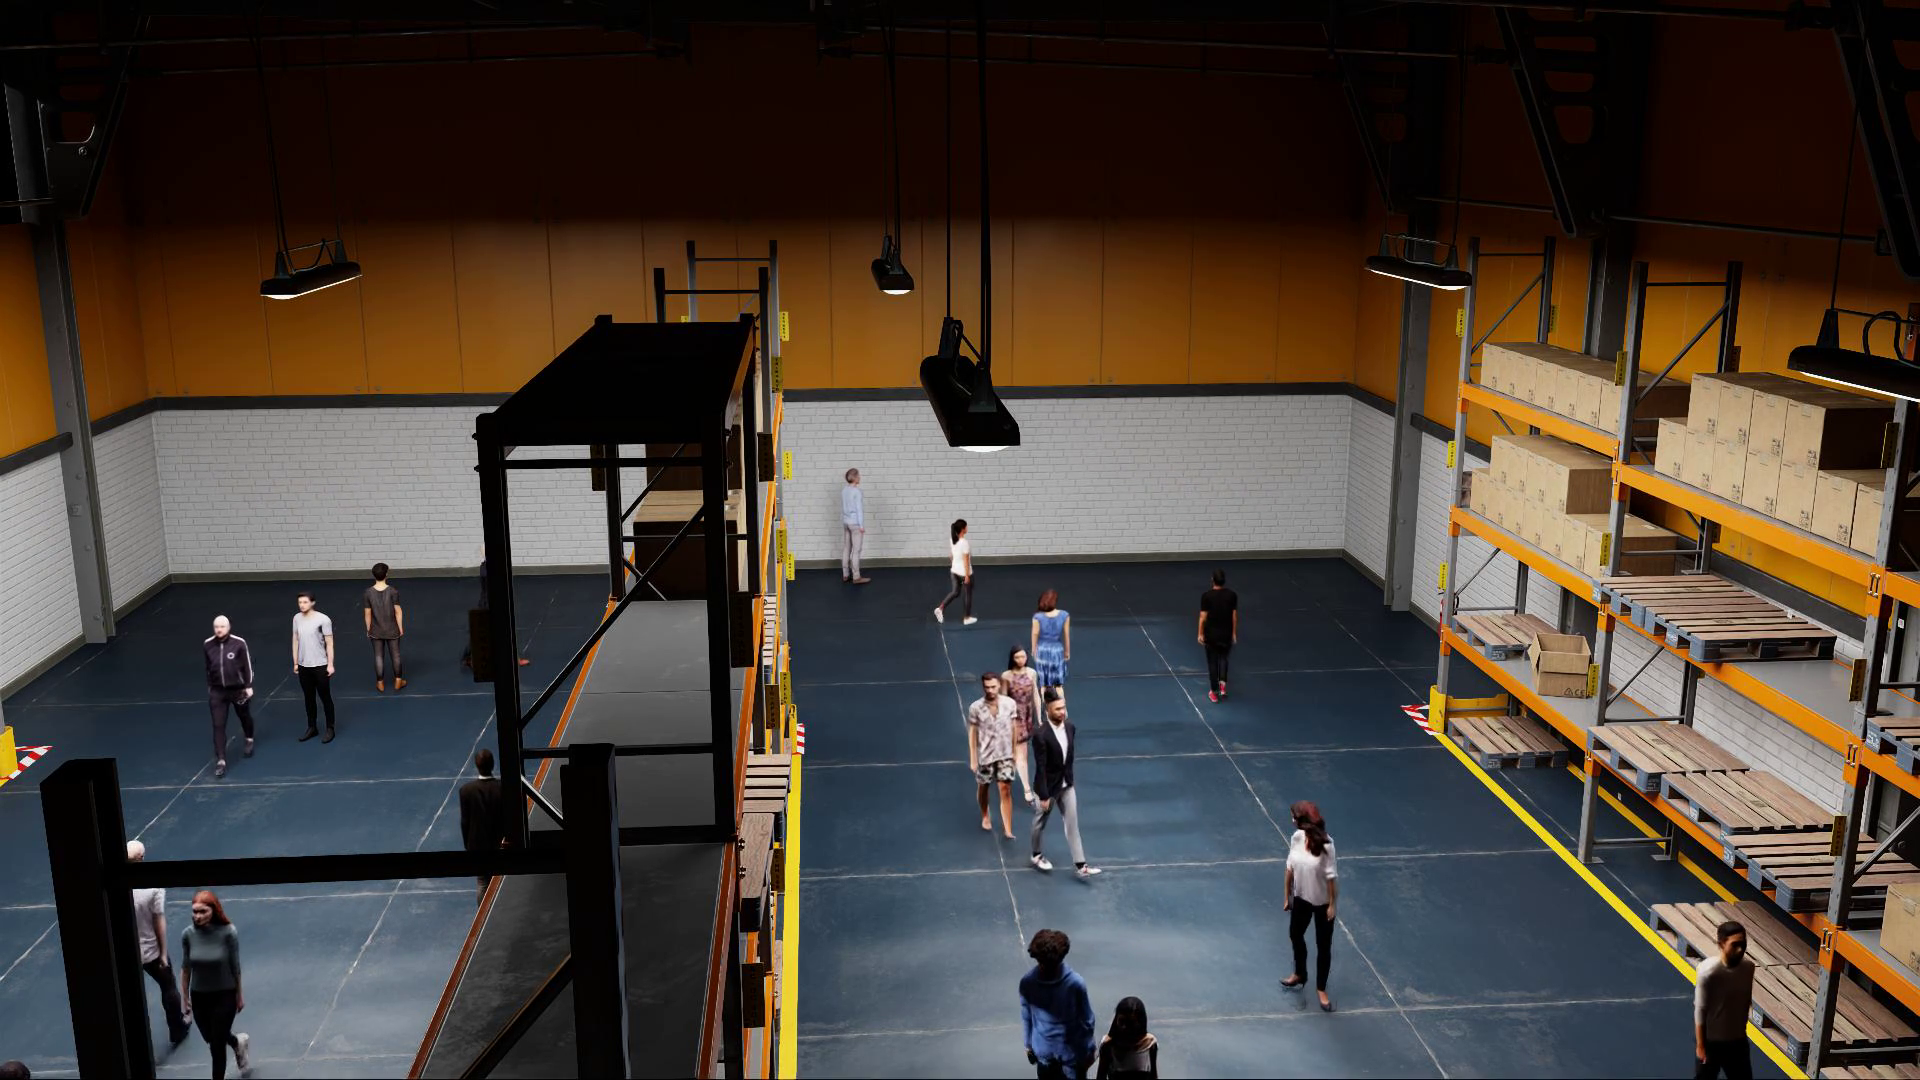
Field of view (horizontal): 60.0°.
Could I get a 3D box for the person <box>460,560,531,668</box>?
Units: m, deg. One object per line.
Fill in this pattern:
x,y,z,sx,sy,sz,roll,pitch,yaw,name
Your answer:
-6.463,0.936,22.618,1.011,1.764,1.181,-6,15,-24,person

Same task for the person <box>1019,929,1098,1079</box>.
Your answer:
0.730,3.545,11.800,0.927,1.785,1.035,4,14,16,person

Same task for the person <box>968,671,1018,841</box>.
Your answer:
0.323,2.201,17.361,0.688,1.780,1.057,-2,14,-8,person

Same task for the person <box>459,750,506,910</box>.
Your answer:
-4.226,2.758,15.016,0.650,1.802,0.547,-1,14,-5,person

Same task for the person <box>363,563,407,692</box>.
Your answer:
-7.572,1.138,21.884,0.635,1.717,0.569,-2,14,-10,person

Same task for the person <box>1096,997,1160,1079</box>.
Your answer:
1.081,3.784,10.839,0.630,1.773,0.610,-1,14,-5,person

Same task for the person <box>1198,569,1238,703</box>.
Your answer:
3.338,1.244,21.369,0.635,1.753,0.582,-1,14,-5,person

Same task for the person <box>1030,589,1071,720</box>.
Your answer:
1.125,1.498,20.234,0.752,1.795,0.809,-5,14,-18,person

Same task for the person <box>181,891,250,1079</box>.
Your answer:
-5.565,3.412,12.486,0.609,1.720,1.054,-1,14,-2,person

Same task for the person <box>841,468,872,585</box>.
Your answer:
-1.750,-0.242,27.212,0.804,1.893,0.691,-10,17,-34,person

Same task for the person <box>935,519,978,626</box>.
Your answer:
-0.046,0.505,24.685,0.933,1.629,0.972,-10,17,-36,person

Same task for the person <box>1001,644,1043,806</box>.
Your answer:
0.629,1.991,18.353,0.877,1.720,1.254,-6,15,-22,person

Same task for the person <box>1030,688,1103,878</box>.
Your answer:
0.851,2.366,16.389,1.115,1.916,1.255,-11,17,-38,person

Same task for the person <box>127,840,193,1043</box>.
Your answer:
-6.439,3.267,12.916,0.686,1.799,0.979,-1,14,-5,person

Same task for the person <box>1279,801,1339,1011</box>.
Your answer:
3.010,3.047,13.882,0.725,1.773,0.827,8,16,30,person

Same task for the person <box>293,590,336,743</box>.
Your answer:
-7.782,1.506,20.055,0.733,1.863,0.645,3,14,11,person

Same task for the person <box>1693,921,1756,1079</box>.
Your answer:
5.368,3.518,11.898,0.753,1.790,0.855,-4,14,-15,person

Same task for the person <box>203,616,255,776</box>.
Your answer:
-8.420,1.738,19.271,0.763,1.781,1.265,-2,14,-9,person
